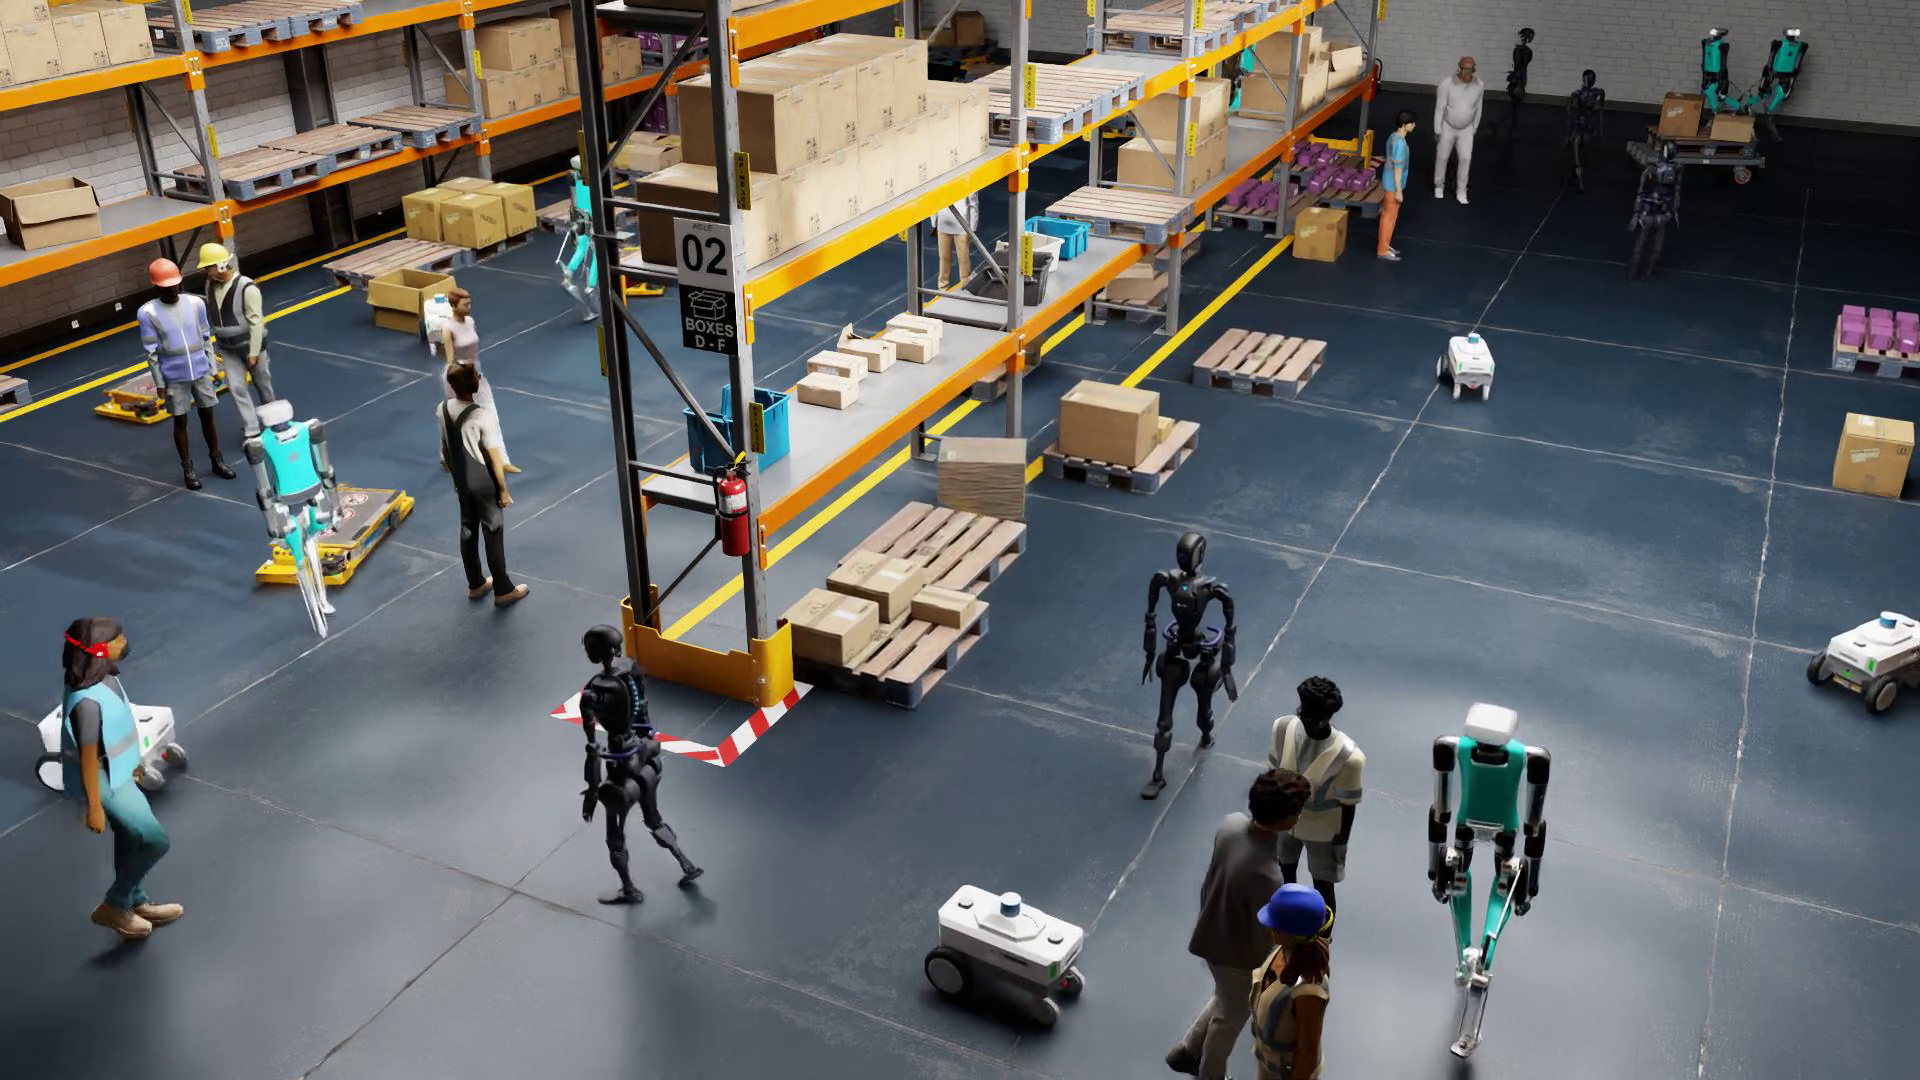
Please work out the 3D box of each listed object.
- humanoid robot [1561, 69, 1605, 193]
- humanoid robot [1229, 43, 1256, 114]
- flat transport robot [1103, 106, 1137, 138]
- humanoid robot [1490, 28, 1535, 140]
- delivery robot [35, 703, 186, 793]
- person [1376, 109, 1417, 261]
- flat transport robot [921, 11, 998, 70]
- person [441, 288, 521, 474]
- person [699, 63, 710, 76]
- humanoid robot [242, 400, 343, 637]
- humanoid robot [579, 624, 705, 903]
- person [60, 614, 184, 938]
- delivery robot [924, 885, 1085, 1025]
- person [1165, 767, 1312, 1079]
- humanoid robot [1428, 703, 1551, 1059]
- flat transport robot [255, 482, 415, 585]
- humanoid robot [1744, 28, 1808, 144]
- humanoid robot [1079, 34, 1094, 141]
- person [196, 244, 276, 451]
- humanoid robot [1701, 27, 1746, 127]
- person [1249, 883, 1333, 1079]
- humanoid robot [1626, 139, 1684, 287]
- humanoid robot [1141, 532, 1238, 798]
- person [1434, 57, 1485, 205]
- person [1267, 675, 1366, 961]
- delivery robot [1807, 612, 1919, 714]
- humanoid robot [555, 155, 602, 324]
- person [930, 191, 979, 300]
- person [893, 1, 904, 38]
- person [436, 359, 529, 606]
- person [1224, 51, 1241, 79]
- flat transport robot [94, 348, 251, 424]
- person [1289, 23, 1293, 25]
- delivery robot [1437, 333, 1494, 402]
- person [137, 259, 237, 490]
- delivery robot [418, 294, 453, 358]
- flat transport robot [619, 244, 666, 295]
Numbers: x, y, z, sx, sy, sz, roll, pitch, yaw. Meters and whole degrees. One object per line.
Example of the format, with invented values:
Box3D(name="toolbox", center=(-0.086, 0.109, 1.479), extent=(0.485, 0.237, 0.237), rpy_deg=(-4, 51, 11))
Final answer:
Box3D(name="humanoid robot", center=(8.404, -5.503, 22.373), extent=(0.625, 1.618, 0.781), rpy_deg=(-5, 27, -11))
Box3D(name="humanoid robot", center=(4.045, -6.498, 24.300), extent=(0.755, 1.809, 0.537), rpy_deg=(-14, 29, -25))
Box3D(name="flat transport robot", center=(2.930, -6.274, 25.451), extent=(1.431, 0.231, 0.659), rpy_deg=(7, 27, 13))
Box3D(name="humanoid robot", center=(8.360, -6.881, 25.089), extent=(0.415, 1.640, 0.613), rpy_deg=(2, 26, 4))
Box3D(name="delivery robot", center=(-5.138, 1.195, 10.032), extent=(0.773, 0.586, 0.499), rpy_deg=(2, 26, 5))
Box3D(name="person", center=(5.110, -4.161, 19.505), extent=(0.335, 1.759, 0.495), rpy_deg=(3, 27, 6))
Box3D(name="flat transport robot", center=(-0.097, -8.887, 30.730), extent=(1.431, 0.231, 0.659), rpy_deg=(21, 33, 36))
Box3D(name="person", center=(-4.121, -1.307, 13.870), extent=(0.660, 1.633, 0.453), rpy_deg=(12, 29, 23))
Box3D(name="person", center=(-3.285, -5.301, 21.732), extent=(0.529, 1.822, 0.579), rpy_deg=(-7, 27, -15))
Box3D(name="humanoid robot", center=(-4.639, -0.187, 11.524), extent=(0.587, 1.790, 0.803), rpy_deg=(-21, 33, -36))
Box3D(name="humanoid robot", center=(-1.687, 1.211, 8.760), extent=(0.522, 1.643, 0.588), rpy_deg=(10, 28, 19))
Box3D(name="person", center=(-4.313, 1.237, 8.502), extent=(0.448, 1.844, 0.562), rpy_deg=(-9, 28, -18))
Box3D(name="delivery robot", center=(0.233, 2.035, 8.353), extent=(0.795, 0.602, 0.499), rpy_deg=(15, 30, 28))
Box3D(name="person", center=(1.229, 1.788, 7.359), extent=(0.480, 1.868, 0.567), rpy_deg=(-6, 27, -11))
Box3D(name="humanoid robot", center=(2.402, 1.669, 7.802), extent=(0.586, 1.747, 1.067), rpy_deg=(11, 28, 21))
Box3D(name="flat transport robot", center=(-4.825, -0.061, 12.902), extent=(0.659, 0.231, 1.431), rpy_deg=(2, 26, 5))
Box3D(name="humanoid robot", center=(12.100, -6.746, 24.738), extent=(0.577, 1.741, 0.957), rpy_deg=(-1, 26, -2))
Box3D(name="humanoid robot", center=(1.991, -6.860, 25.046), extent=(0.320, 1.648, 0.608), rpy_deg=(3, 26, 5))
Box3D(name="person", center=(-6.280, -1.711, 14.520), extent=(0.587, 1.785, 0.665), rpy_deg=(3, 27, 7))
Box3D(name="humanoid robot", center=(11.325, -6.702, 24.675), extent=(0.842, 1.775, 0.531), rpy_deg=(-6, 27, -13))
Box3D(name="person", center=(1.310, 2.126, 6.782), extent=(0.312, 1.778, 0.469), rpy_deg=(-1, 26, -2))
Box3D(name="humanoid robot", center=(7.762, -3.653, 18.573), extent=(0.610, 1.658, 0.305), rpy_deg=(-7, 27, -14))
Box3D(name="humanoid robot", center=(1.379, 0.706, 9.835), extent=(0.606, 1.633, 0.793), rpy_deg=(13, 29, 25))
Box3D(name="person", center=(6.519, -5.350, 21.780), extent=(0.659, 1.874, 0.880), rpy_deg=(1, 26, 1))
Box3D(name="person", center=(1.738, 1.413, 8.318), extent=(0.533, 1.692, 0.320), rpy_deg=(23, 35, 38))
Box3D(name="delivery robot", center=(6.030, 0.750, 10.922), extent=(0.769, 0.577, 0.499), rpy_deg=(-14, 30, -27))
Box3D(name="humanoid robot", center=(-3.967, -3.050, 17.357), extent=(0.530, 1.857, 0.678), rpy_deg=(15, 30, 28))
Box3D(name="person", center=(-0.073, -3.396, 17.966), extent=(0.560, 1.749, 0.329), rpy_deg=(11, 28, 21))
Box3D(name="person", center=(-1.009, -9.552, 30.317), extent=(0.510, 1.828, 0.363), rpy_deg=(-24, 35, -39))
Box3D(name="person", center=(-3.418, -0.404, 11.818), extent=(0.505, 1.846, 0.345), rpy_deg=(13, 29, 24))
Box3D(name="person", center=(4.681, -8.474, 28.068), extent=(0.971, 1.880, 0.565), rpy_deg=(17, 31, 30))
Box3D(name="flat transport robot", center=(-7.377, -1.458, 15.723), extent=(0.659, 0.231, 1.431), rpy_deg=(10, 28, 20))
Box3D(name="person", center=(5.010, -7.566, 26.265), extent=(0.572, 1.863, 0.581), rpy_deg=(17, 31, 30))
Box3D(name="delivery robot", center=(4.857, -1.674, 15.855), extent=(0.499, 0.610, 0.788), rpy_deg=(4, 27, 7))
Box3D(name="person", center=(-6.361, -1.374, 13.675), extent=(0.359, 1.938, 0.544), rpy_deg=(23, 35, 39))
Box3D(name="delivery robot", center=(-5.258, -2.203, 16.927), extent=(0.499, 0.614, 0.815), rpy_deg=(-8, 27, -16))
Box3D(name="flat transport robot", center=(-3.654, -3.090, 19.020), extent=(0.659, 0.231, 1.431), rpy_deg=(-1, 26, -2))
